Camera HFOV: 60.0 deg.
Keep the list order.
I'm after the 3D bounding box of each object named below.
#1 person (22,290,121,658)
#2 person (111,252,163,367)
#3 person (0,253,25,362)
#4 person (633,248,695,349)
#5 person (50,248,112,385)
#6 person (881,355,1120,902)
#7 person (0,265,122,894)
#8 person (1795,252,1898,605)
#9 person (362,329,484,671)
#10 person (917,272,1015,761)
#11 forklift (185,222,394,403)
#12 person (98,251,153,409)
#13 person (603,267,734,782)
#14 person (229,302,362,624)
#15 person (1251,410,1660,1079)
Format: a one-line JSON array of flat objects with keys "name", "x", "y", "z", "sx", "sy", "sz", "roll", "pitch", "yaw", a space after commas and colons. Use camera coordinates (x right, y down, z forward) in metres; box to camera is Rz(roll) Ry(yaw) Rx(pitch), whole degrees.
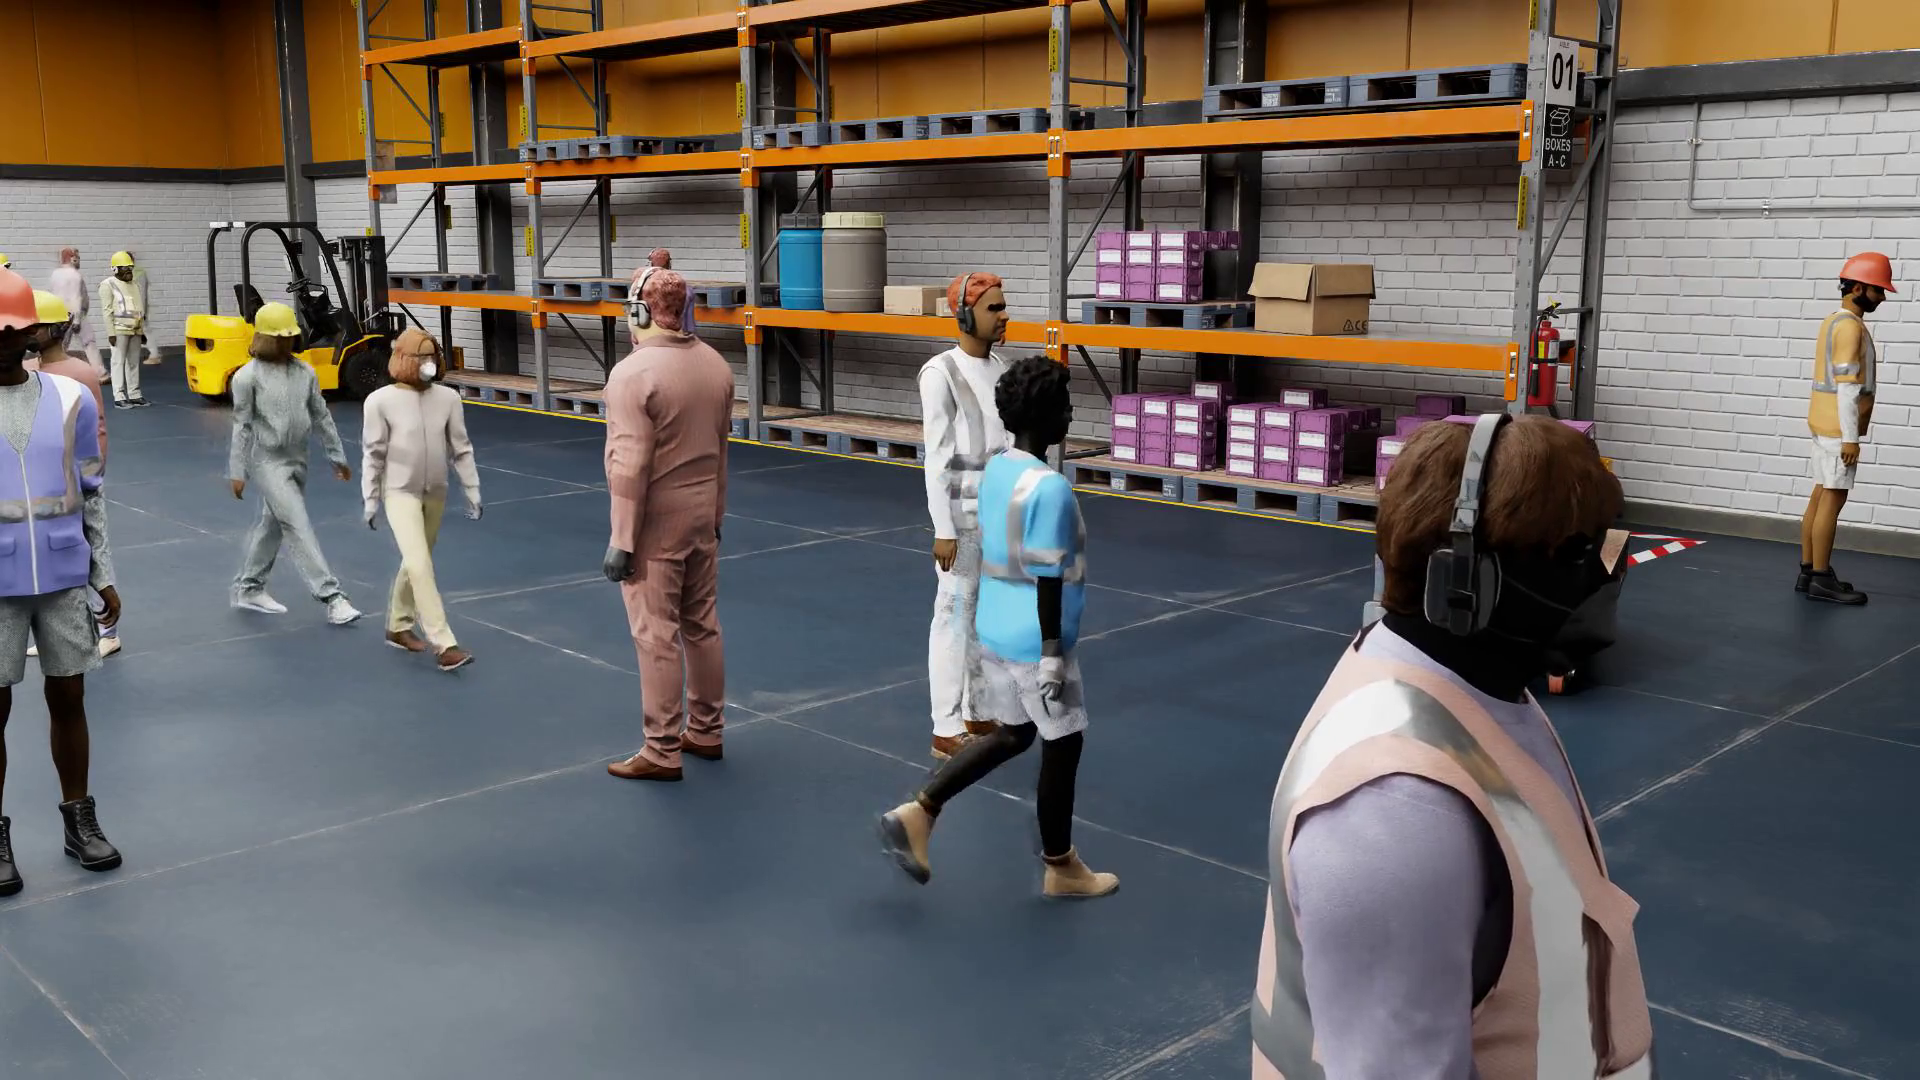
[{"name": "person", "x": -4.276, "y": -0.297, "z": 7.911, "sx": 0.526, "sy": 1.768, "sz": 0.331, "roll": 5, "pitch": 11, "yaw": 24}, {"name": "person", "x": -12.811, "y": -3.567, "z": 25.741, "sx": 0.666, "sy": 1.780, "sz": 0.931, "roll": 2, "pitch": 11, "yaw": 12}, {"name": "person", "x": -11.358, "y": -2.505, "z": 19.803, "sx": 0.403, "sy": 1.826, "sz": 0.591, "roll": -2, "pitch": 11, "yaw": -9}, {"name": "person", "x": -2.769, "y": -1.749, "z": 15.450, "sx": 0.651, "sy": 1.906, "sz": 0.401, "roll": -9, "pitch": 13, "yaw": -39}, {"name": "person", "x": -11.880, "y": -2.971, "z": 22.271, "sx": 0.661, "sy": 1.861, "sz": 1.009, "roll": 7, "pitch": 13, "yaw": 35}, {"name": "person", "x": 0.138, "y": 0.290, "z": 4.964, "sx": 0.661, "sy": 1.678, "sz": 0.540, "roll": -3, "pitch": 11, "yaw": -17}, {"name": "person", "x": -2.906, "y": 0.123, "z": 5.161, "sx": 0.553, "sy": 1.934, "sz": 0.364, "roll": -10, "pitch": 14, "yaw": -43}, {"name": "person", "x": 4.901, "y": -0.614, "z": 9.204, "sx": 0.375, "sy": 1.927, "sz": 0.543, "roll": 3, "pitch": 11, "yaw": 17}, {"name": "person", "x": -2.522, "y": -0.196, "z": 7.851, "sx": 0.864, "sy": 1.580, "sz": 0.517, "roll": 8, "pitch": 13, "yaw": 37}, {"name": "person", "x": 0.062, "y": -0.081, "z": 6.416, "sx": 0.356, "sy": 1.885, "sz": 0.574, "roll": 6, "pitch": 12, "yaw": 30}, {"name": "forklift", "x": -8.169, "y": -2.758, "z": 20.163, "sx": 2.313, "sy": 2.155, "sz": 1.214, "roll": -10, "pitch": 14, "yaw": -44}, {"name": "person", "x": -9.795, "y": -2.465, "z": 19.551, "sx": 0.404, "sy": 1.835, "sz": 0.589, "roll": 3, "pitch": 11, "yaw": 15}, {"name": "person", "x": -1.115, "y": -0.057, "z": 6.222, "sx": 0.409, "sy": 1.906, "sz": 0.652, "roll": 5, "pitch": 12, "yaw": 26}, {"name": "person", "x": -3.505, "y": -0.398, "z": 8.683, "sx": 0.919, "sy": 1.675, "sz": 0.590, "roll": 5, "pitch": 11, "yaw": 24}, {"name": "person", "x": 0.547, "y": 0.770, "z": 1.888, "sx": 0.429, "sy": 1.841, "sz": 0.633, "roll": 4, "pitch": 11, "yaw": 19}]
